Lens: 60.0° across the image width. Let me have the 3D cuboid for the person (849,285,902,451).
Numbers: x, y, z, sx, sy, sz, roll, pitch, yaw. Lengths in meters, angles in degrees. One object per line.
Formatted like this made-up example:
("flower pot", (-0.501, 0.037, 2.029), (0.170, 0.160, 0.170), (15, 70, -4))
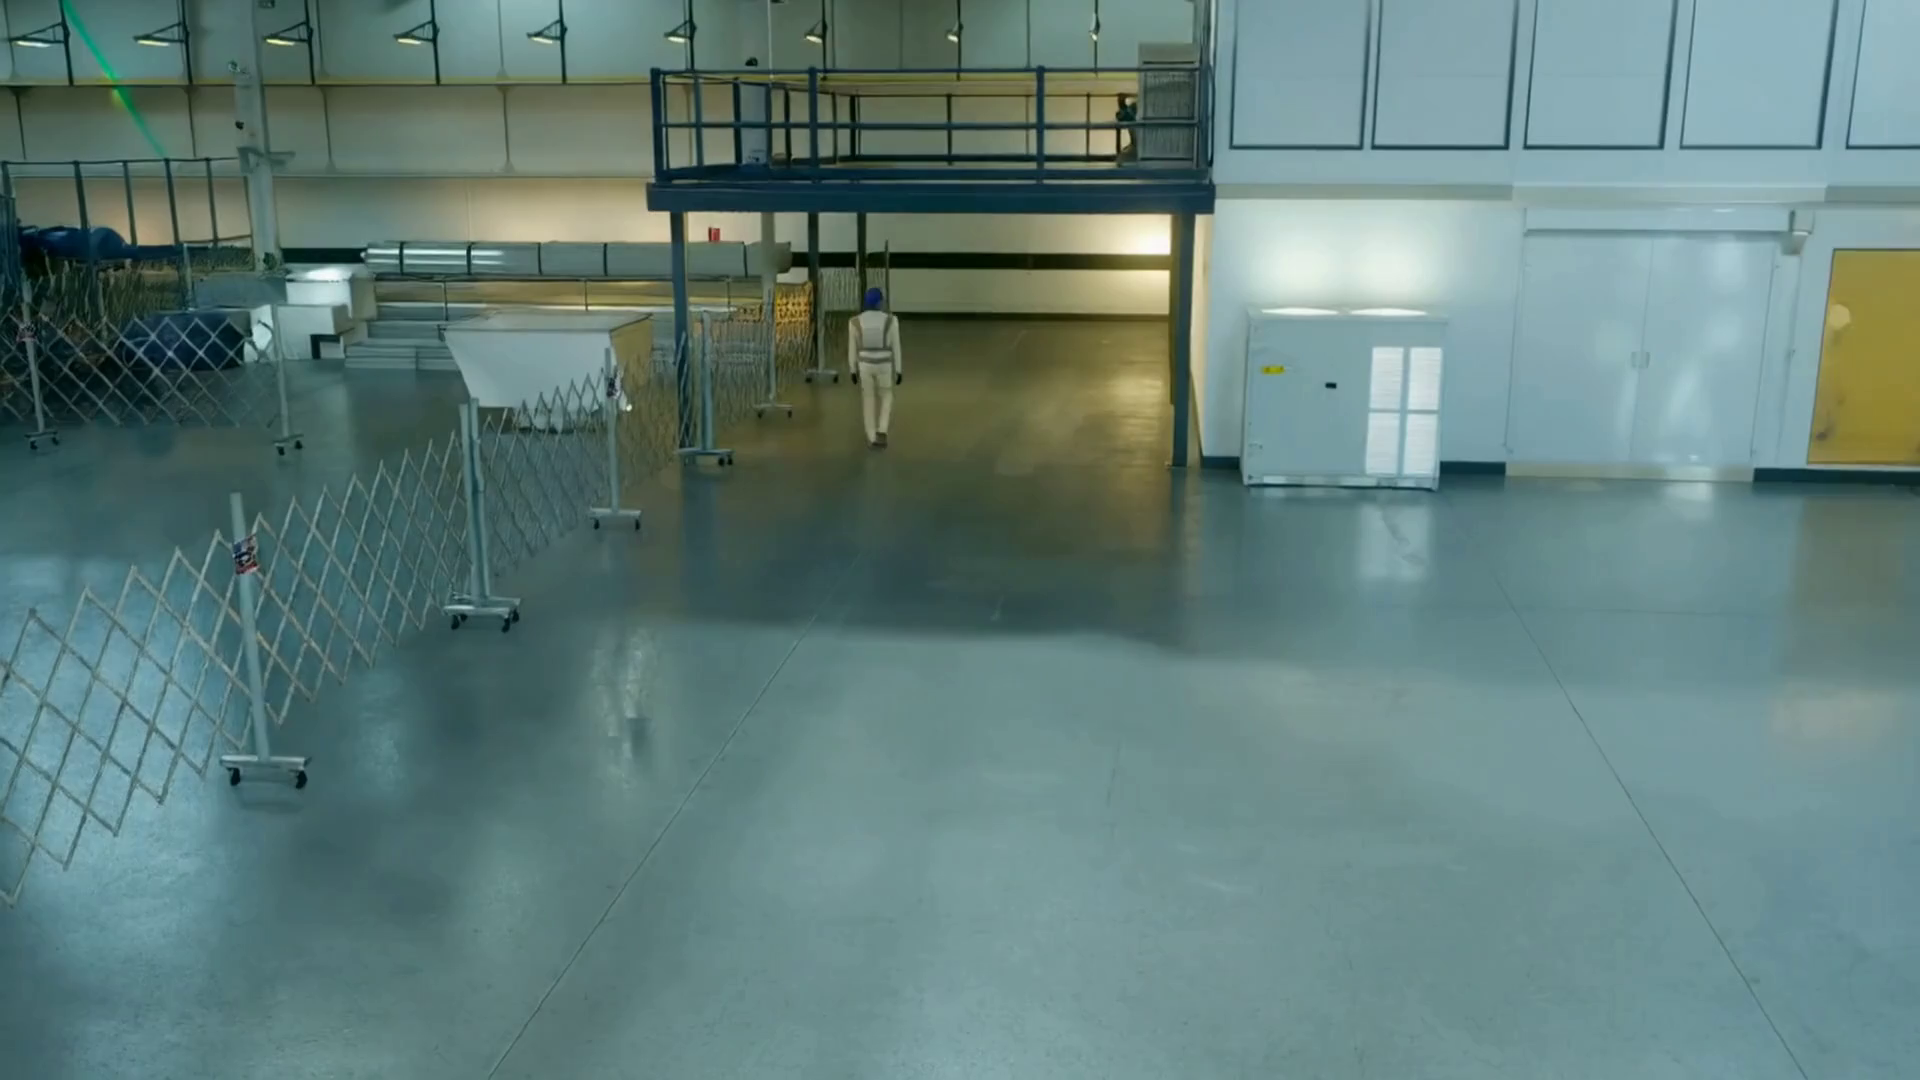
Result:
("person", (-0.956, -1.956, 18.889), (0.615, 1.867, 0.526), (1, 14, 5))
